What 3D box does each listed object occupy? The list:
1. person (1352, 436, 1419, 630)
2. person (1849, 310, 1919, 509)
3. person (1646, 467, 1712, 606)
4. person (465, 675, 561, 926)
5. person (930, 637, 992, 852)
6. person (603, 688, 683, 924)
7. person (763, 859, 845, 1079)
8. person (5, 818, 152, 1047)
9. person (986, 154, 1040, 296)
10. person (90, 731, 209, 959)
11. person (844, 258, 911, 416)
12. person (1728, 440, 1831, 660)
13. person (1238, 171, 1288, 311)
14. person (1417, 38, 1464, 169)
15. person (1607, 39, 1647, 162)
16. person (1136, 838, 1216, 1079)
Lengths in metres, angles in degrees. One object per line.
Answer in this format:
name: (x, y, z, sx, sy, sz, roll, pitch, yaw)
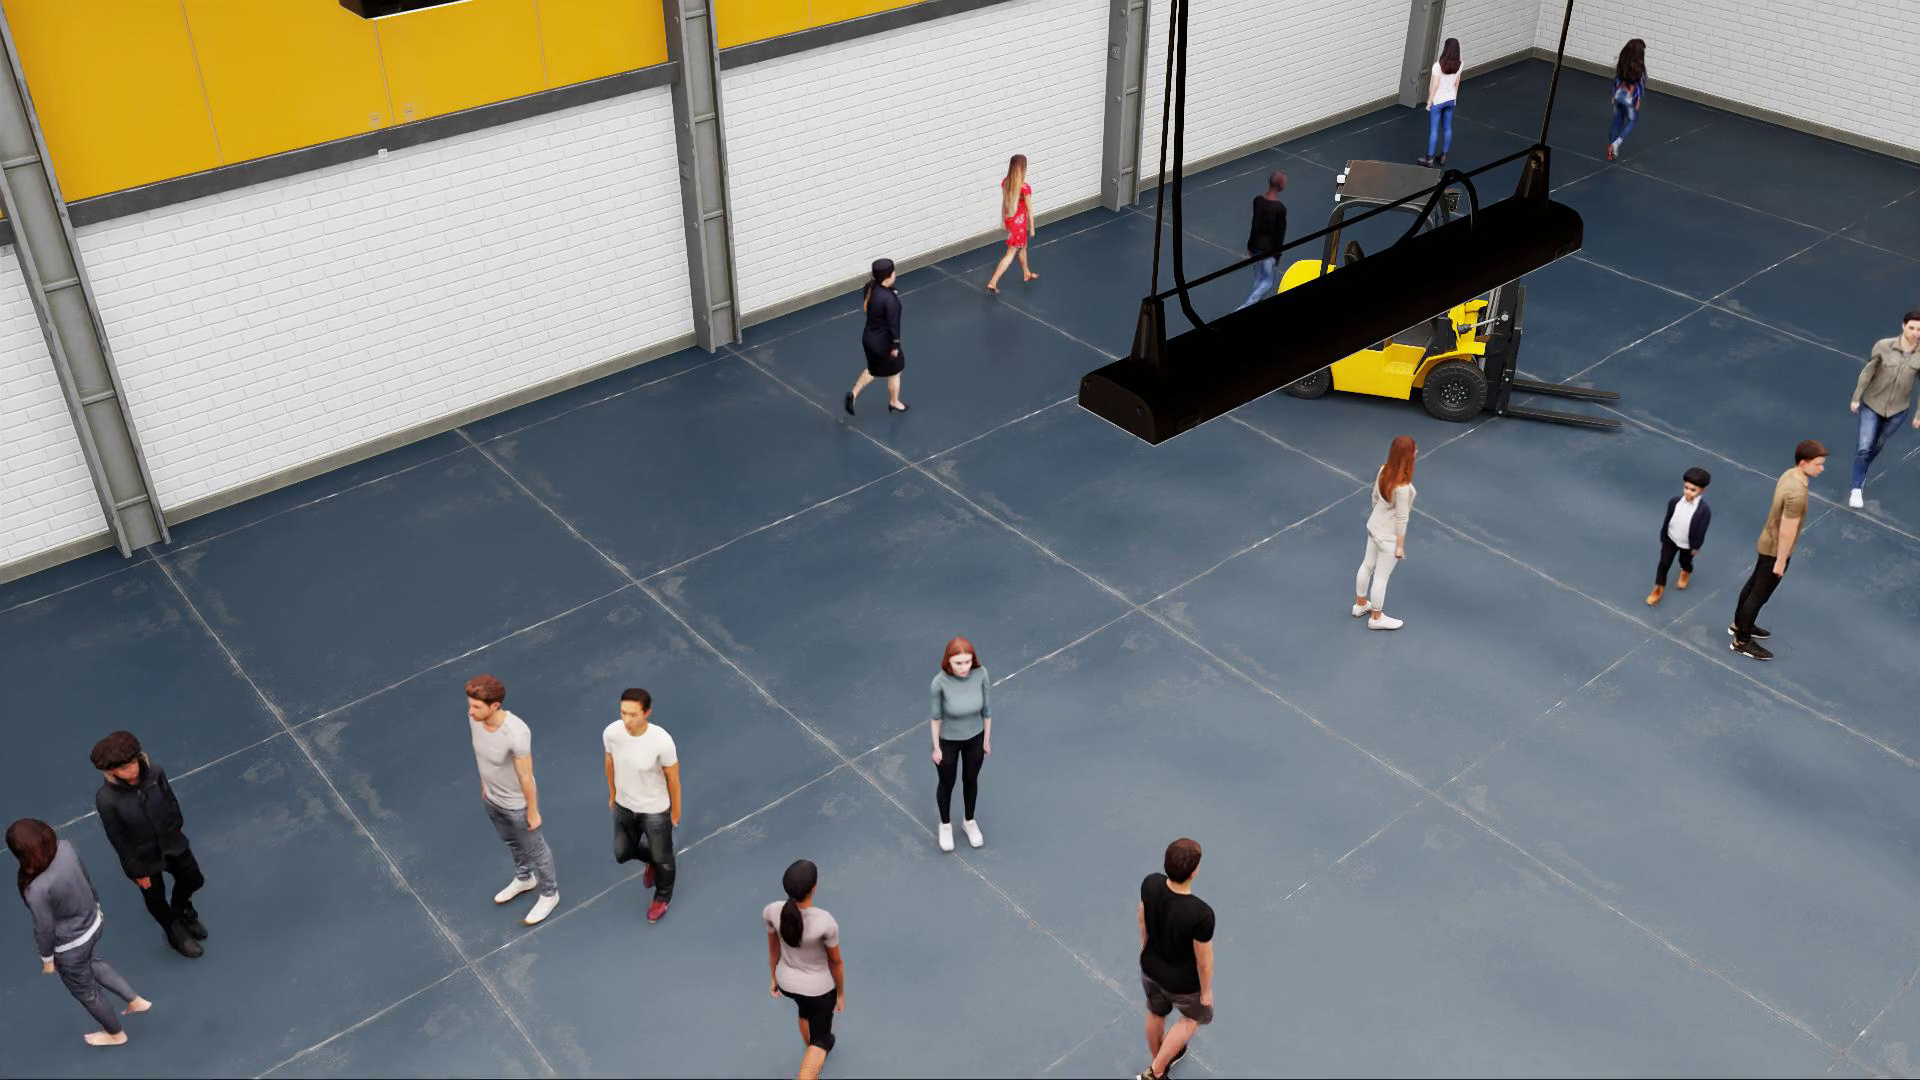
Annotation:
person: (3.374, -0.067, 13.189, 0.684, 1.712, 0.677, -8, 35, -12)
person: (8.251, -1.216, 14.823, 1.073, 1.817, 1.257, 12, 35, 17)
person: (5.956, -0.064, 13.637, 0.563, 1.211, 0.864, 26, 42, 34)
person: (-2.836, 1.604, 10.512, 0.708, 1.892, 0.643, 21, 39, 28)
person: (0.003, 1.336, 11.051, 0.583, 1.741, 0.694, -10, 35, -14)
person: (-1.969, 1.611, 10.584, 0.832, 1.801, 0.890, 9, 35, 13)
person: (-0.884, 2.542, 9.258, 0.956, 1.719, 1.162, 12, 35, 17)
person: (-5.044, 2.273, 9.625, 0.827, 1.761, 0.771, 1, 34, 1)
person: (0.561, -3.463, 18.436, 1.054, 1.560, 0.590, -26, 41, -33)
person: (-5.037, 1.857, 10.250, 0.769, 1.761, 0.646, 18, 38, 26)
person: (-0.815, -1.898, 15.993, 0.971, 1.658, 0.755, -20, 38, -27)
person: (6.332, 0.043, 12.899, 0.801, 1.849, 0.673, 13, 36, 19)
person: (3.191, -3.049, 17.659, 0.654, 1.730, 0.907, 28, 43, 36)
person: (6.288, -5.686, 21.667, 0.582, 1.685, 0.722, -12, 35, -17)
person: (8.710, -5.751, 21.834, 0.613, 1.609, 0.623, -23, 40, -31)
person: (1.139, 2.433, 9.298, 0.778, 1.857, 0.717, -28, 43, -35)
